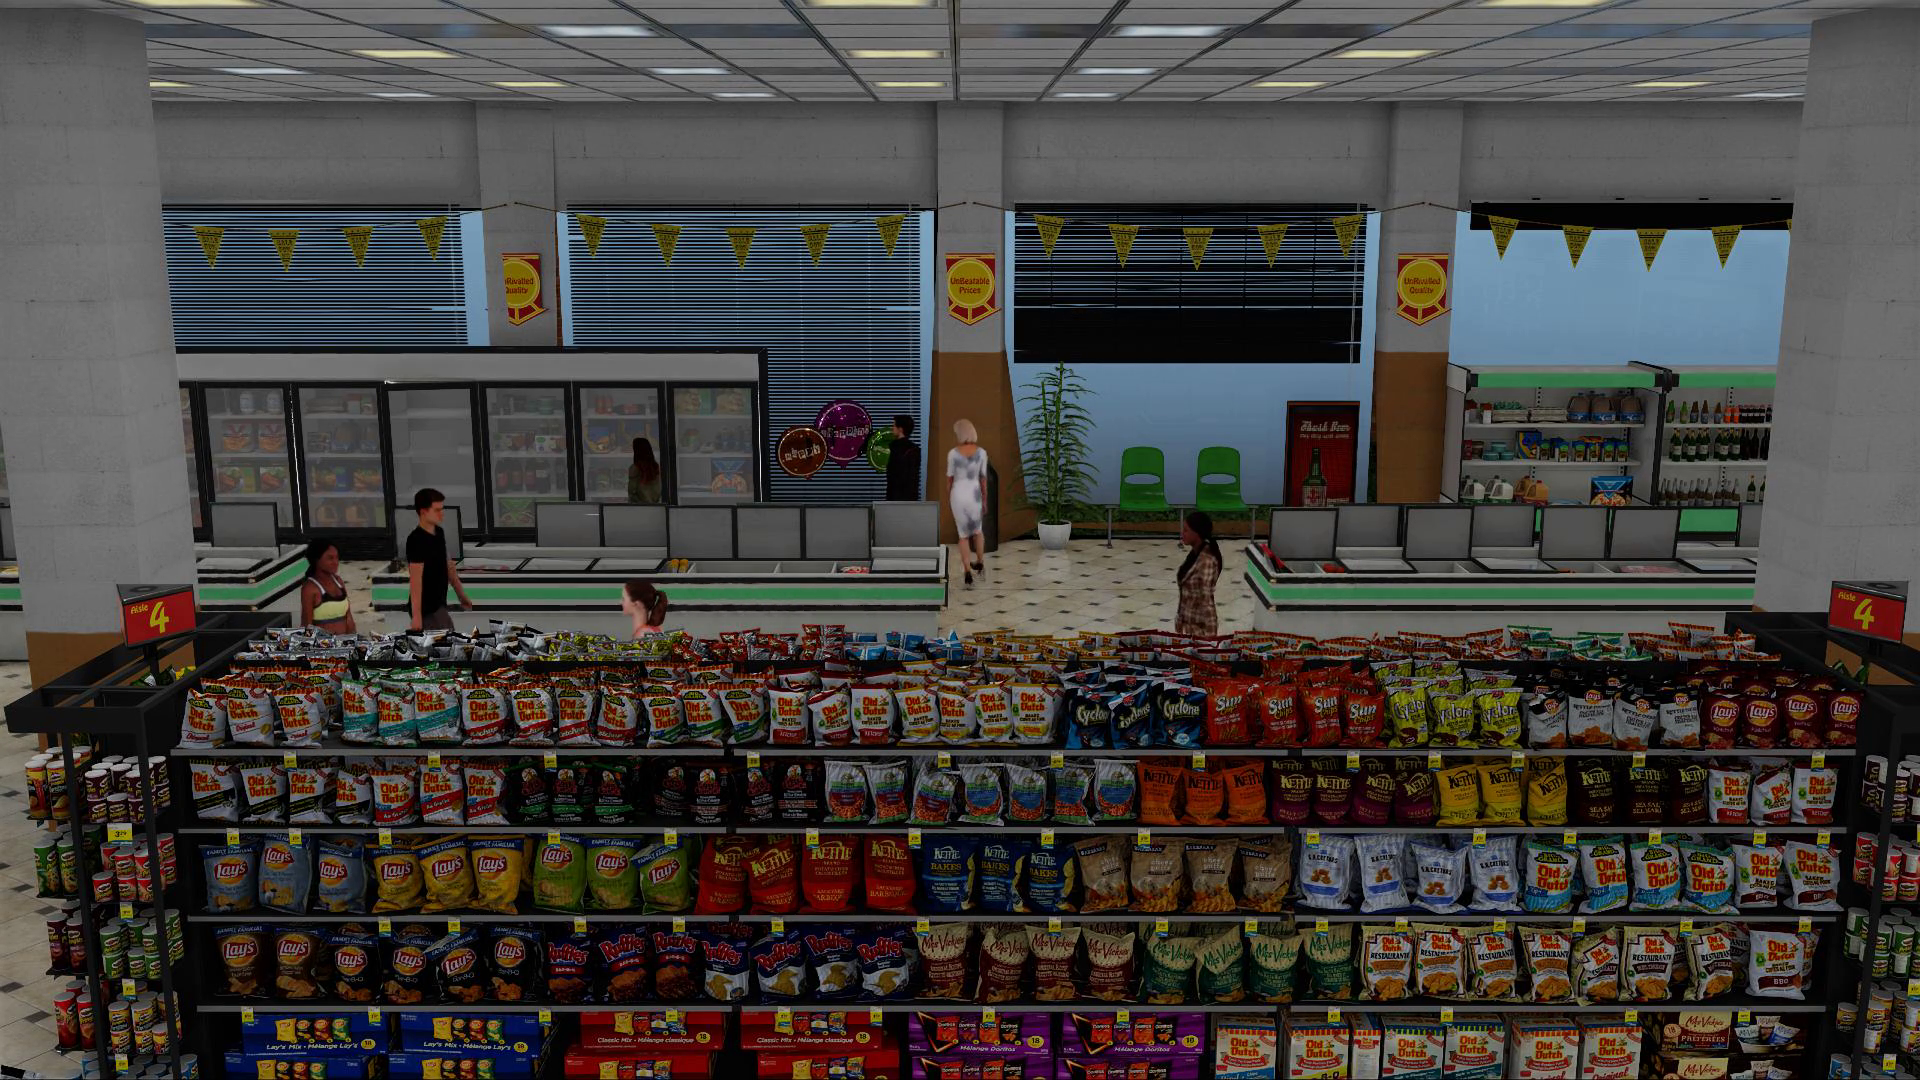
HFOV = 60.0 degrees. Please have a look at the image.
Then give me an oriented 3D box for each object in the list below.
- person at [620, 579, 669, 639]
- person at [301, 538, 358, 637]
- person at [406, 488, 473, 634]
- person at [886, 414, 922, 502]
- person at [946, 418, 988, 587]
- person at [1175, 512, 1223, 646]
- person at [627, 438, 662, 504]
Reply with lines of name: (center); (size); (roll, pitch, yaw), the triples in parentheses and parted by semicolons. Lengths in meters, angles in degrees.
person: (-1.810, 1.105, 10.198); (1.178, 1.705, 0.714); (2, 12, 11)
person: (-4.394, 0.852, 11.382); (1.193, 1.711, 0.806); (4, 12, 17)
person: (-4.132, 0.517, 12.671); (0.836, 1.836, 0.752); (-2, 12, -10)
person: (-0.564, -0.361, 16.835); (0.648, 1.839, 0.761); (3, 12, 12)
person: (0.075, -0.360, 17.165); (0.841, 1.701, 0.703); (-1, 12, -5)
person: (1.814, 0.687, 12.044); (0.921, 1.762, 0.606); (0, 12, -1)
person: (-3.349, -0.358, 17.704); (0.667, 1.474, 0.646); (8, 14, 34)
